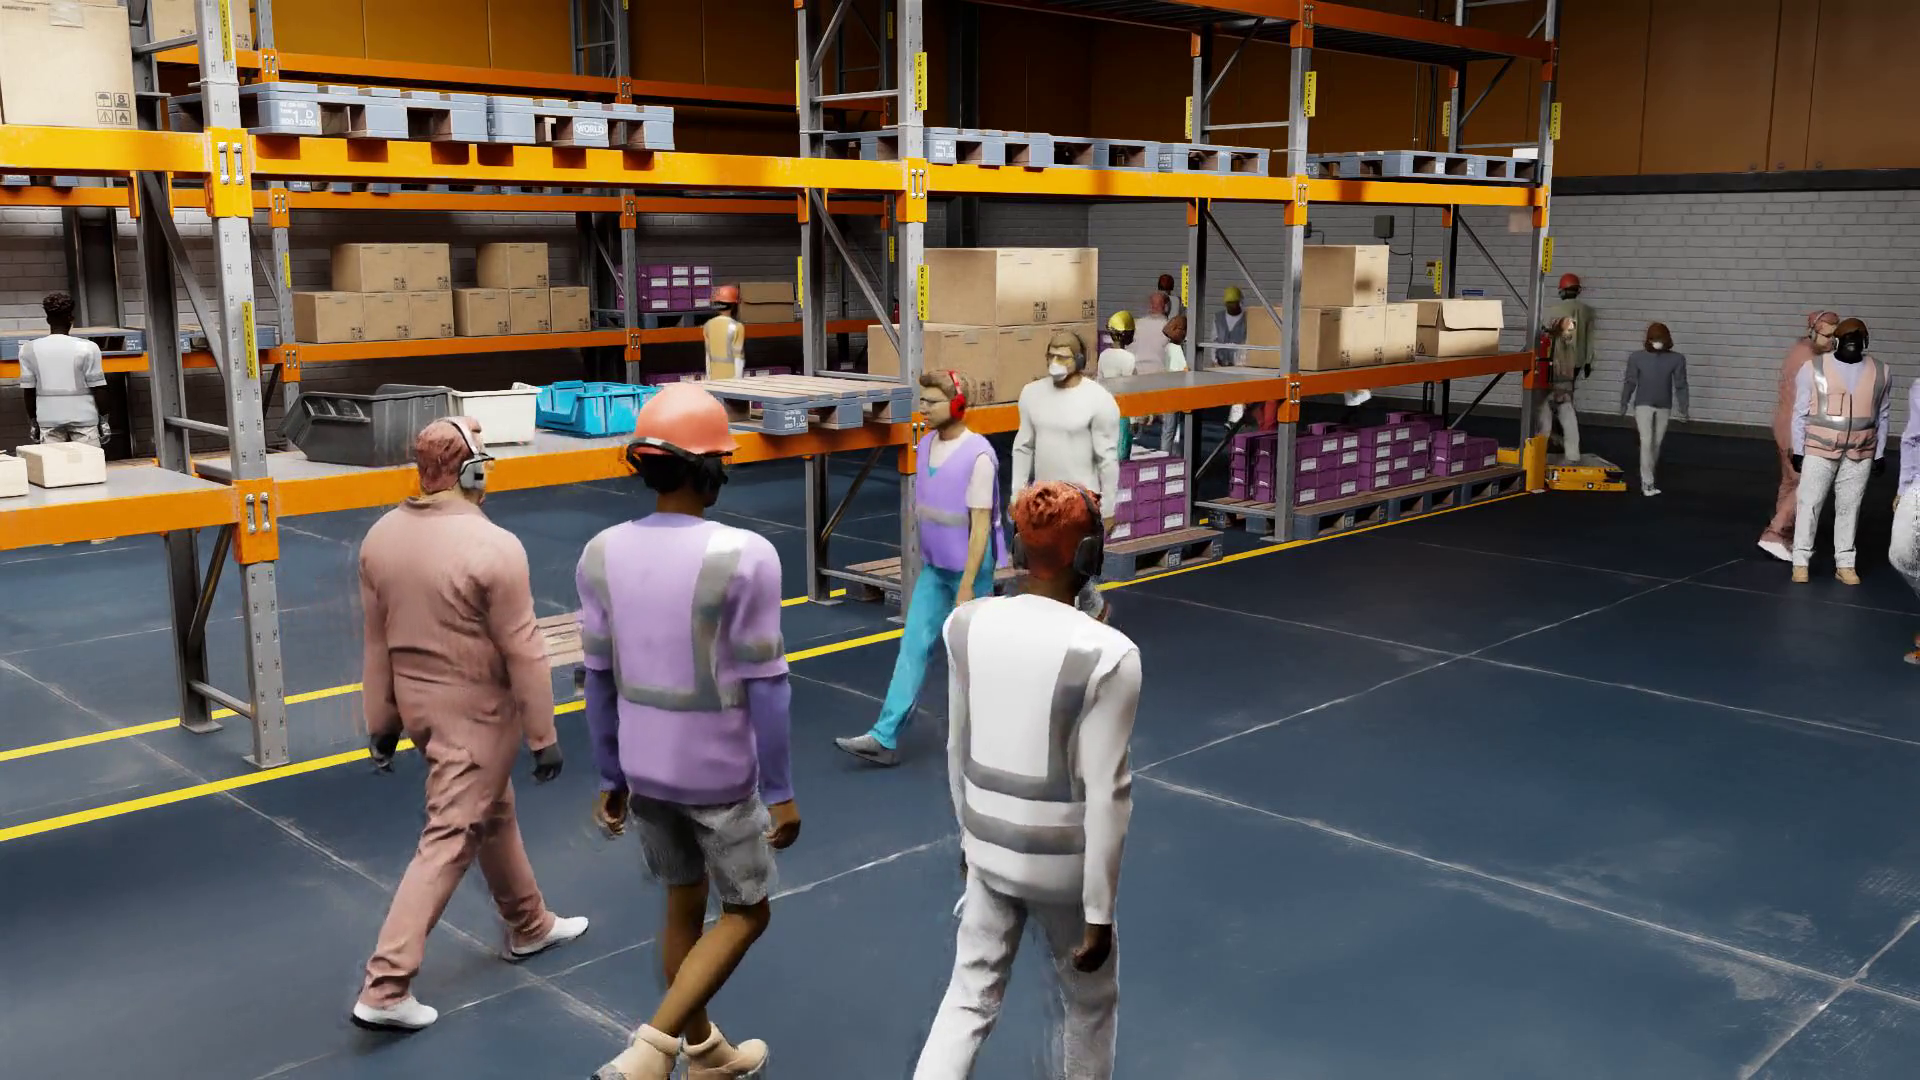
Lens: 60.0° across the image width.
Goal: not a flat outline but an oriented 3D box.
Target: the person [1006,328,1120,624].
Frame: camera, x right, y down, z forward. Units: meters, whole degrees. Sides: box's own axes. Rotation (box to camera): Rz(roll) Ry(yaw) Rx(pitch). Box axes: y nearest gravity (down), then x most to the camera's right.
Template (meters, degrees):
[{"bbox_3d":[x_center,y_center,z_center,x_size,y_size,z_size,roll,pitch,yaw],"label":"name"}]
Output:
[{"bbox_3d":[0.642,-0.239,9.335,0.634,1.910,0.903,9,14,41],"label":"person"}]

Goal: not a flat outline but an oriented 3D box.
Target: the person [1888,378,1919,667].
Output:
[{"bbox_3d":[5.517,-0.246,9.284,0.442,1.929,0.649,-5,11,-24],"label":"person"}]

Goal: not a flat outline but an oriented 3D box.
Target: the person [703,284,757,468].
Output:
[{"bbox_3d":[-2.428,-1.650,17.007,0.551,1.910,0.845,7,12,32],"label":"person"}]

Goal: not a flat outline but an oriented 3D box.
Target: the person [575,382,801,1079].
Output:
[{"bbox_3d":[-0.743,0.608,4.371,0.630,2.030,0.689,6,12,28],"label":"person"}]

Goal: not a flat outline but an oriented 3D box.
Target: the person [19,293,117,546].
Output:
[{"bbox_3d":[-6.928,-0.932,12.928,0.607,1.966,0.367,-2,11,-12],"label":"person"}]

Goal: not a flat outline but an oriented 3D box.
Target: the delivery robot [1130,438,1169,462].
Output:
[{"bbox_3d":[1.567,-0.695,15.231,0.707,0.478,0.477,-7,13,-34],"label":"delivery robot"}]

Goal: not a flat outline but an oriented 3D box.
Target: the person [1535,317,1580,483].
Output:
[{"bbox_3d":[5.836,-1.334,16.067,0.533,1.618,0.624,-7,13,-34],"label":"person"}]

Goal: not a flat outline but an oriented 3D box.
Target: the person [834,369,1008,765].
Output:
[{"bbox_3d":[-0.128,0.151,7.441,0.907,1.804,0.594,-7,12,-34],"label":"person"}]

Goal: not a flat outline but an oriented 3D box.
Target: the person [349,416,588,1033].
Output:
[{"bbox_3d":[-1.560,0.546,5.172,0.653,1.862,1.013,7,13,35],"label":"person"}]

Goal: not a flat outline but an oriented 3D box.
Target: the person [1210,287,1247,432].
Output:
[{"bbox_3d":[3.377,-2.224,20.518,0.578,1.773,0.981,6,12,29],"label":"person"}]

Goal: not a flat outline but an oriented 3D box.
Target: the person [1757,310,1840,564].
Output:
[{"bbox_3d":[6.237,-0.759,12.287,0.407,1.874,0.673,6,12,29],"label":"person"}]

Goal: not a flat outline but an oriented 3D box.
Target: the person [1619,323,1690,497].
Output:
[{"bbox_3d":[6.420,-1.195,15.348,0.566,1.598,0.652,1,10,4],"label":"person"}]

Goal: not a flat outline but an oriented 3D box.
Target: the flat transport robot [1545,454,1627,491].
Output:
[{"bbox_3d":[5.954,-0.675,16.152,0.652,0.197,1.431,1,11,7],"label":"flat transport robot"}]

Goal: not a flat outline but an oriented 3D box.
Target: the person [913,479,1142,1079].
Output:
[{"bbox_3d":[0.122,0.781,3.933,0.584,1.858,0.897,8,13,38],"label":"person"}]

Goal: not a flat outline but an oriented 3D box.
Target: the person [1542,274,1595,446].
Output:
[{"bbox_3d":[6.906,-2.079,19.188,0.630,1.955,0.908,-3,11,-14],"label":"person"}]

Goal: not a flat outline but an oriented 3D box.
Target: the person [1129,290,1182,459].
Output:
[{"bbox_3d":[1.942,-1.560,16.647,0.648,1.871,0.968,8,13,37],"label":"person"}]

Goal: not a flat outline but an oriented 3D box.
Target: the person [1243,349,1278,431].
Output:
[{"bbox_3d":[3.058,-1.420,16.255,0.537,1.721,0.835,8,13,38],"label":"person"}]

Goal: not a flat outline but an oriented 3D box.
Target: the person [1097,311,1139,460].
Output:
[{"bbox_3d":[1.357,-1.052,14.130,0.315,1.769,0.523,-5,12,-27],"label":"person"}]

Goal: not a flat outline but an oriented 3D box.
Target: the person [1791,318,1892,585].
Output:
[{"bbox_3d":[6.078,-0.607,11.498,0.621,1.845,0.429,2,11,12],"label":"person"}]

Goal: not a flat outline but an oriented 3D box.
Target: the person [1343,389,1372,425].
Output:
[{"bbox_3d":[4.376,-1.750,18.209,0.420,1.660,0.572,4,11,20],"label":"person"}]

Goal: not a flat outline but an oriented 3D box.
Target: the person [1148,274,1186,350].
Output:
[{"bbox_3d":[2.774,-2.639,22.464,0.576,1.885,0.355,-4,11,-22],"label":"person"}]

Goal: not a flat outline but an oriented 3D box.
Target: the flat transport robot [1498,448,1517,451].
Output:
[{"bbox_3d":[5.082,-0.866,17.195,1.431,0.197,0.652,7,13,34],"label":"flat transport robot"}]

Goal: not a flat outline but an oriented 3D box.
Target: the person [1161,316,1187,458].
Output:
[{"bbox_3d":[2.091,-1.363,16.188,0.283,1.633,0.498,2,11,9],"label":"person"}]
